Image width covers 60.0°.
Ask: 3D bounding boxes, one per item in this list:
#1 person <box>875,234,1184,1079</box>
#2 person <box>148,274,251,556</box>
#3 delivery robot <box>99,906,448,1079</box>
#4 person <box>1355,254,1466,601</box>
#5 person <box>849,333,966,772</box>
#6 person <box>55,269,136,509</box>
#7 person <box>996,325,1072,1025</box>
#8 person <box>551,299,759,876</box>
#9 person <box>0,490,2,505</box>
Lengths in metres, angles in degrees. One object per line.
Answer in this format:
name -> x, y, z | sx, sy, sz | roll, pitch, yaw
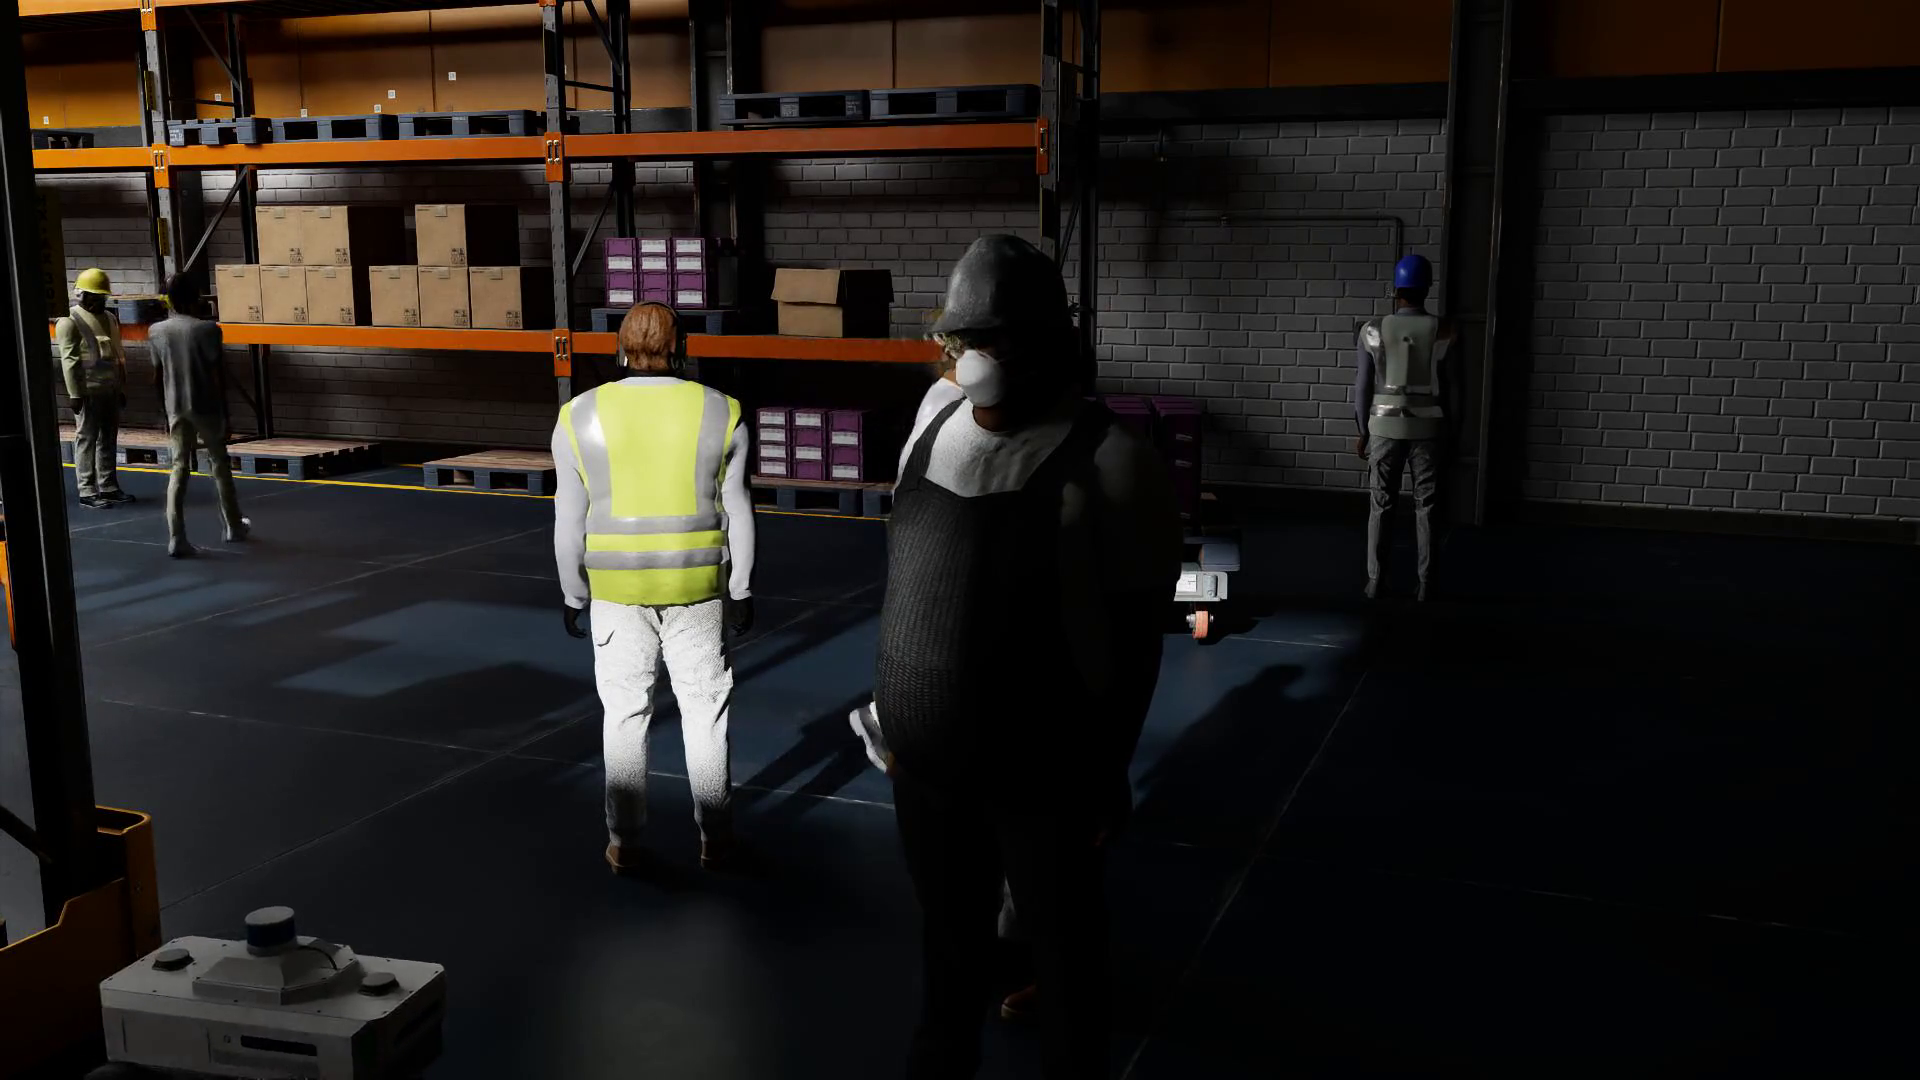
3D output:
person -> 0.076, 0.394, 3.467 | 0.679, 2.000, 0.537 | 7, 13, 36
person -> -5.022, -0.822, 10.911 | 0.552, 1.824, 0.965 | 0, 10, -2
delivery robot -> -1.504, 1.053, 3.669 | 0.707, 0.478, 0.477 | 3, 10, 13
person -> 2.527, -0.621, 9.371 | 0.605, 1.951, 0.381 | 4, 11, 19
person -> -0.066, 0.029, 6.145 | 0.573, 1.807, 0.591 | 0, 10, 0
person -> -6.580, -1.153, 12.699 | 0.403, 1.817, 0.599 | 1, 10, 8
person -> 0.203, 0.312, 4.352 | 0.355, 1.886, 0.572 | -5, 11, -25
person -> -0.963, 0.159, 5.330 | 0.635, 1.842, 0.429 | -2, 10, -10
person -> -7.552, -1.087, 12.825 | 0.308, 1.643, 0.511 | -2, 10, -9
